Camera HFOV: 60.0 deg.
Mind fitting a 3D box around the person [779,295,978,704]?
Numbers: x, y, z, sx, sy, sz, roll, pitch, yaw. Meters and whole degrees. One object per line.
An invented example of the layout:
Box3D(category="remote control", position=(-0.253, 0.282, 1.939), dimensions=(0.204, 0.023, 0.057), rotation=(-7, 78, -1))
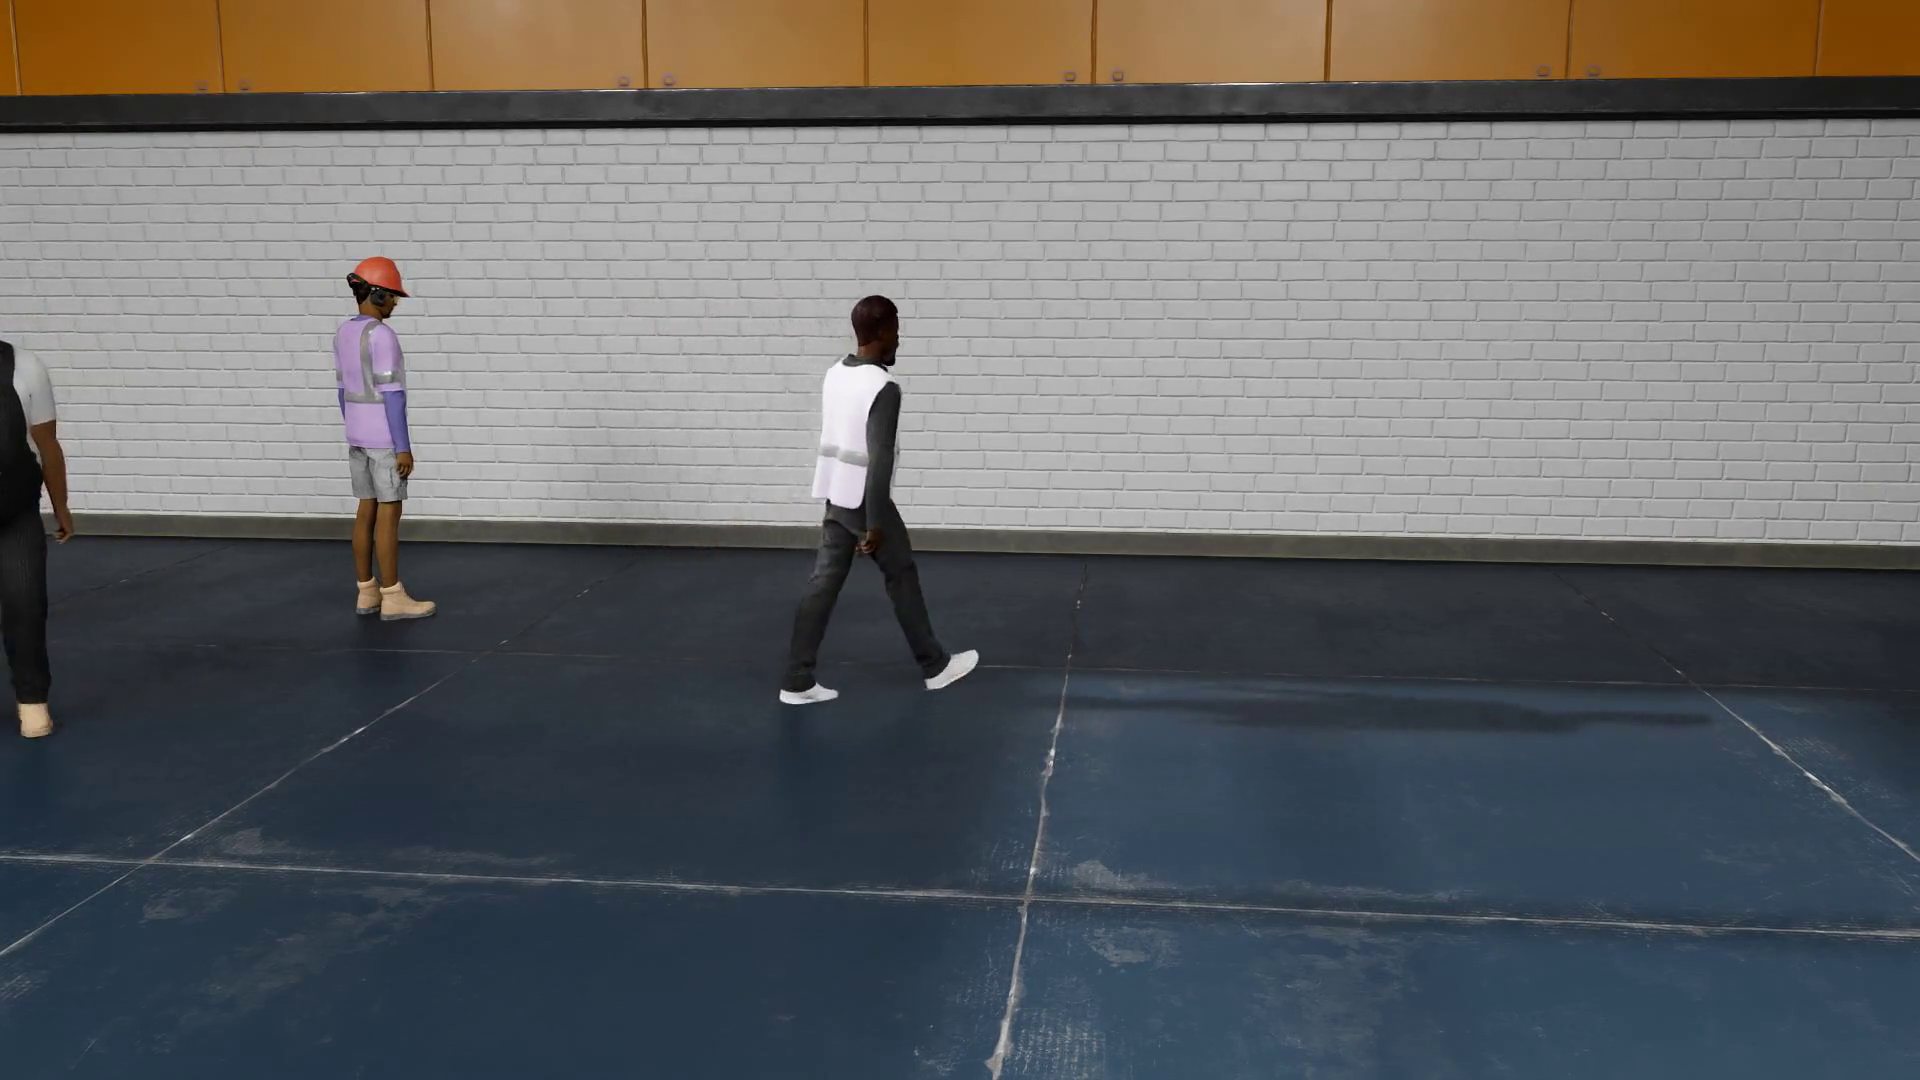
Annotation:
Box3D(category="person", position=(-0.400, -0.179, 7.646), dimensions=(1.025, 1.867, 0.610), rotation=(-7, 12, -34))

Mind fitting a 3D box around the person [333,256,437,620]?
Box3D(category="person", position=(-3.257, -0.568, 9.385), dimensions=(0.605, 2.035, 0.389), rotation=(9, 14, 43))

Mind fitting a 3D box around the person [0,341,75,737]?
Box3D(category="person", position=(-4.141, -0.152, 6.982), dimensions=(0.747, 2.000, 0.613), rotation=(-6, 12, -32))
